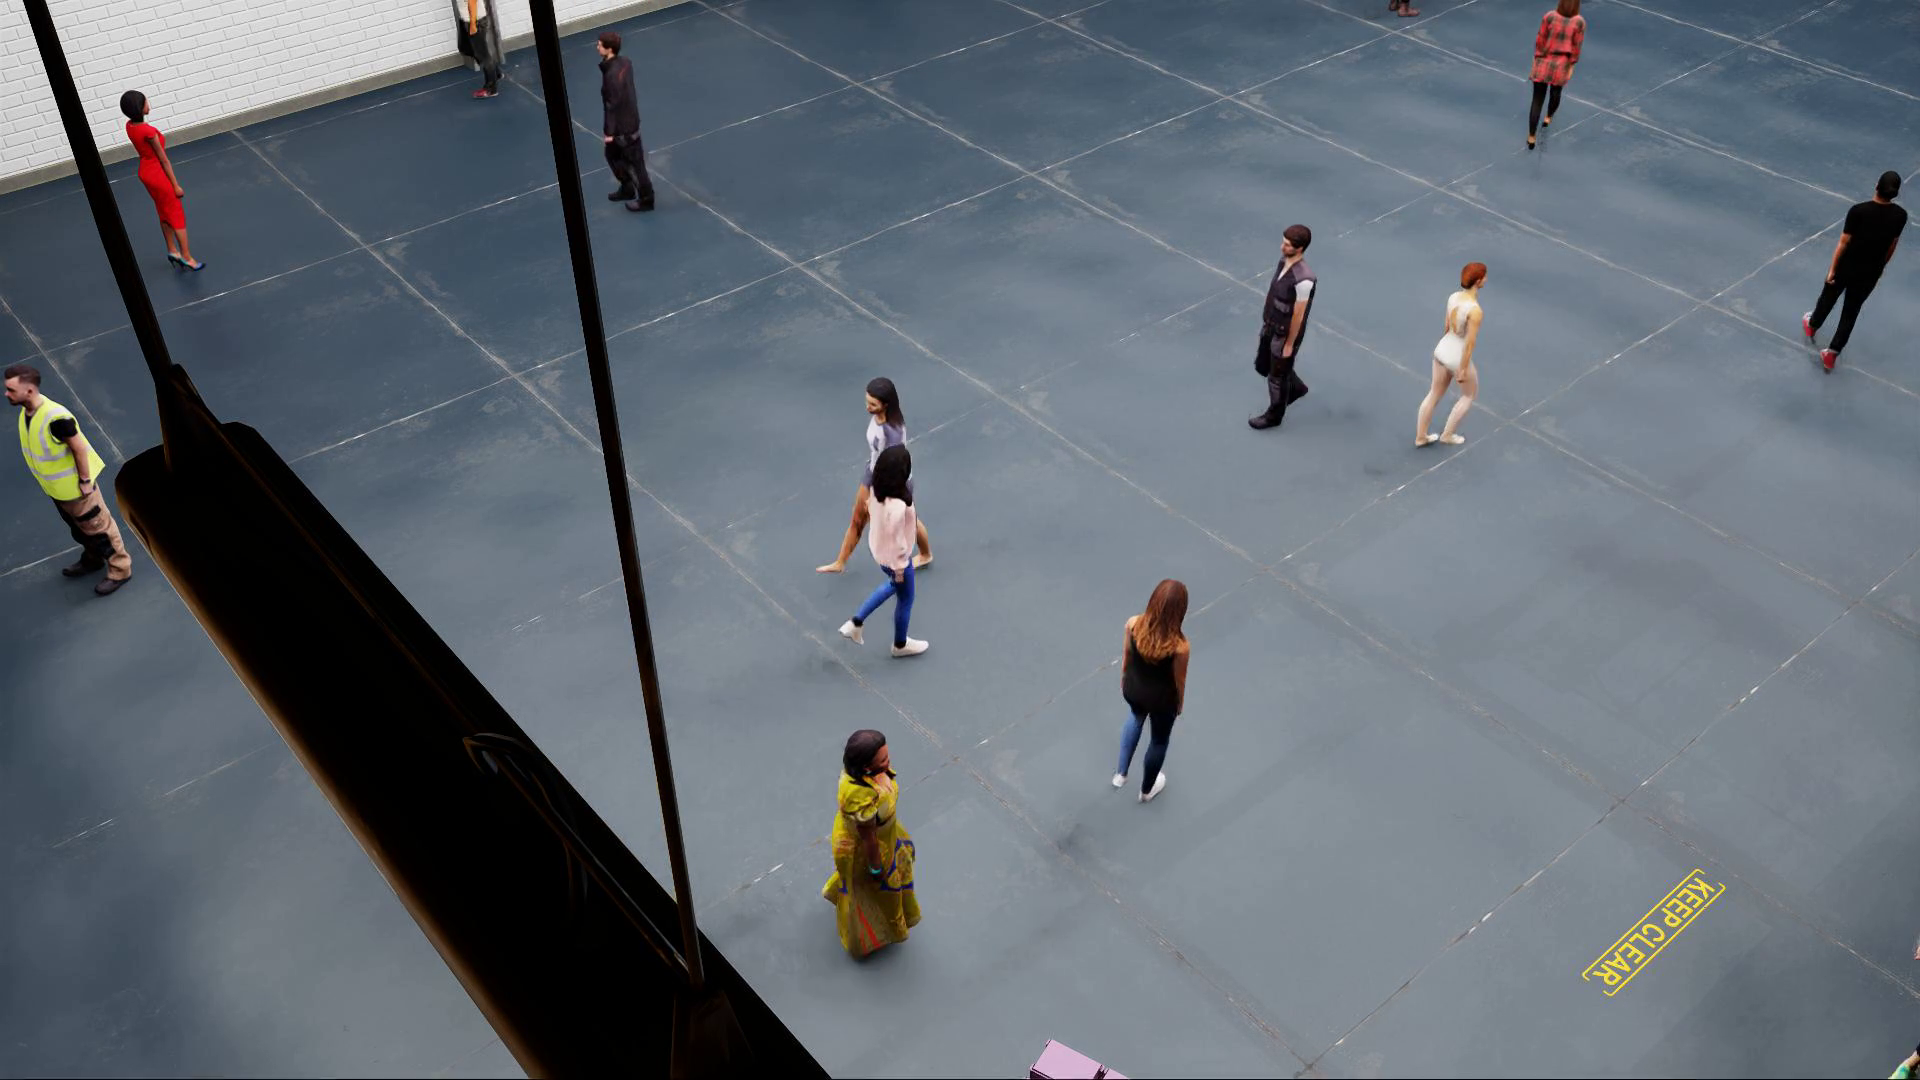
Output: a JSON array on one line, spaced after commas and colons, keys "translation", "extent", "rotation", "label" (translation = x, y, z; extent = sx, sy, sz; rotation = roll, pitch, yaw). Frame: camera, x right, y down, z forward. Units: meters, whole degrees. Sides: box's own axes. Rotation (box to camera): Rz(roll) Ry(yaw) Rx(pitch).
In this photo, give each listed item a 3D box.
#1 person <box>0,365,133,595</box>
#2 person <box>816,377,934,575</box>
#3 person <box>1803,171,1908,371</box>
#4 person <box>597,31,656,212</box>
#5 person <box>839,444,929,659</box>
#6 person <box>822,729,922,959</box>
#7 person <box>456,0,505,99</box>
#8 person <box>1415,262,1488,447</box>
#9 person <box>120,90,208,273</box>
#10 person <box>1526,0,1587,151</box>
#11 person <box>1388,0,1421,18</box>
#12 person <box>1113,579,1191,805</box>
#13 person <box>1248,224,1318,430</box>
[{"translation": [-6.284, -0.449, 11.680], "extent": [0.769, 1.845, 0.781], "rotation": [24, 44, 27], "label": "person"}, {"translation": [-0.416, -0.419, 11.773], "extent": [1.143, 1.682, 0.733], "rotation": [-17, 42, -21], "label": "person"}, {"translation": [7.562, -2.229, 14.007], "extent": [1.002, 1.725, 1.131], "rotation": [9, 39, 11], "label": "person"}, {"translation": [-3.191, -4.062, 16.224], "extent": [0.912, 1.821, 0.875], "rotation": [-5, 39, -6], "label": "person"}, {"translation": [-0.532, 0.119, 11.043], "extent": [0.942, 1.754, 0.808], "rotation": [-12, 40, -15], "label": "person"}, {"translation": [-0.595, 1.673, 9.185], "extent": [1.048, 1.644, 0.990], "rotation": [2, 39, 2], "label": "person"}, {"translation": [-5.304, -5.789, 18.402], "extent": [0.740, 1.801, 0.737], "rotation": [-17, 42, -20], "label": "person"}, {"translation": [3.804, -1.400, 13.048], "extent": [0.702, 1.624, 0.665], "rotation": [-15, 41, -18], "label": "person"}, {"translation": [-7.385, -3.290, 15.322], "extent": [0.619, 1.741, 0.571], "rotation": [26, 45, 29], "label": "person"}, {"translation": [6.190, -4.906, 17.412], "extent": [0.956, 1.657, 1.156], "rotation": [13, 40, 15], "label": "person"}, {"translation": [5.558, -7.371, 20.356], "extent": [0.705, 1.836, 0.771], "rotation": [-12, 40, -15], "label": "person"}, {"translation": [1.109, 0.968, 10.015], "extent": [0.654, 1.710, 0.697], "rotation": [24, 44, 27], "label": "person"}, {"translation": [2.676, -1.686, 13.237], "extent": [0.898, 1.836, 0.814], "rotation": [-8, 39, -10], "label": "person"}]
